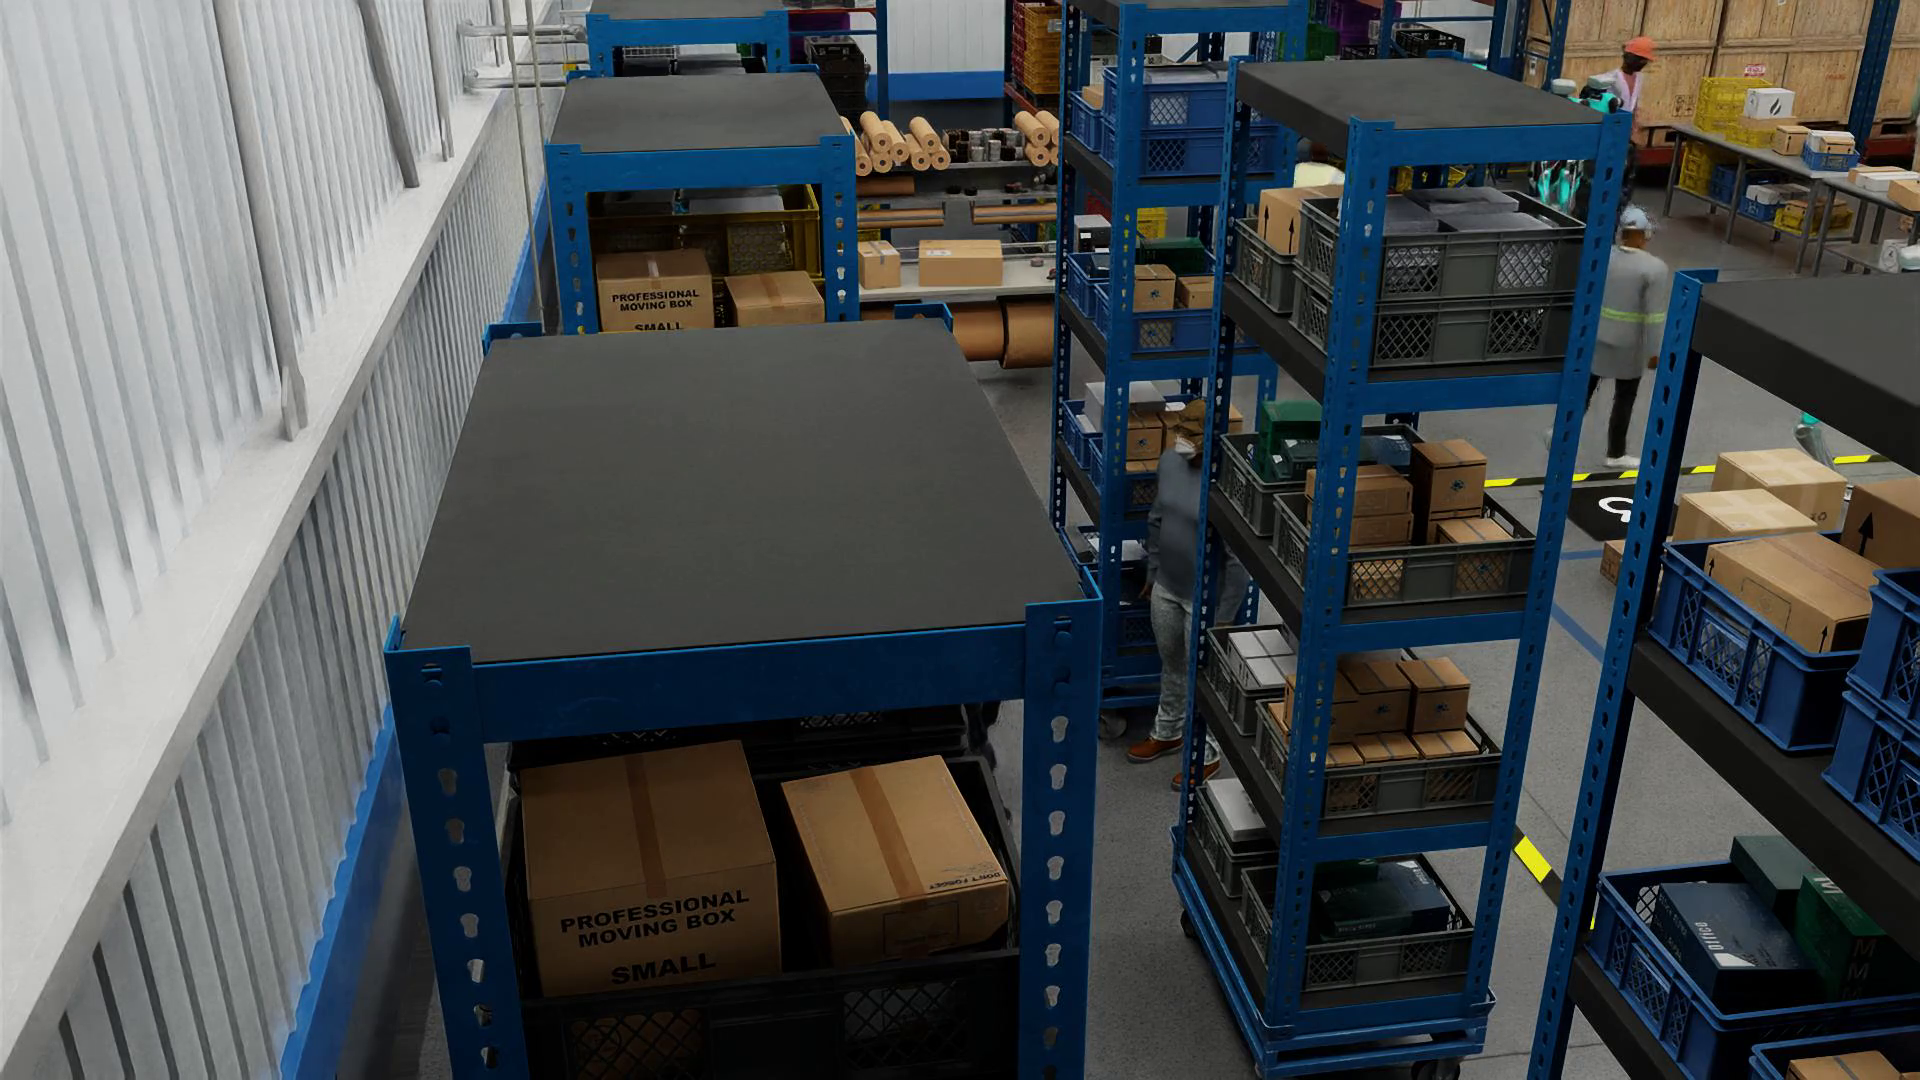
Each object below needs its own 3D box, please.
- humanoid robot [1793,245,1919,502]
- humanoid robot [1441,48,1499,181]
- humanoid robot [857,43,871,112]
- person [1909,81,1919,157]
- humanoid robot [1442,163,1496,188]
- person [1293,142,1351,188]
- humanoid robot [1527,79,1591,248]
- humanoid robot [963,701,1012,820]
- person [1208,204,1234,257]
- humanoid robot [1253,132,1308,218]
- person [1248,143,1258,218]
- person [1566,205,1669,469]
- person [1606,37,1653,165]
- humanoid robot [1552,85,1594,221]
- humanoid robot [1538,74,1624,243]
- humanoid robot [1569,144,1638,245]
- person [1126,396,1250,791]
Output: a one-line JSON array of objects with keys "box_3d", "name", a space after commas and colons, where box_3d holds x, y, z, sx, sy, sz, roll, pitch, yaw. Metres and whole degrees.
[{"box_3d": [5.770, -1.104, 10.780, 0.735, 1.677, 0.533, 15, 28, 29], "name": "humanoid robot"}, {"box_3d": [5.446, -4.664, 18.695, 0.556, 1.753, 0.989, -22, 33, -39], "name": "humanoid robot"}, {"box_3d": [-1.332, -4.574, 18.565, 0.669, 1.857, 0.553, -14, 28, -28], "name": "humanoid robot"}, {"box_3d": [10.834, -4.621, 18.413, 0.605, 1.881, 1.045, 12, 27, 25], "name": "person"}, {"box_3d": [5.124, -3.774, 16.799, 0.599, 1.657, 0.315, 3, 25, 6], "name": "humanoid robot"}, {"box_3d": [2.906, -2.427, 13.711, 0.645, 1.823, 0.462, 15, 29, 29], "name": "person"}, {"box_3d": [5.840, -3.524, 16.244, 0.531, 1.819, 0.812, 4, 25, 8], "name": "humanoid robot"}, {"box_3d": [0.086, 0.445, 7.706, 0.607, 1.626, 0.777, -11, 27, -22], "name": "humanoid robot"}, {"box_3d": [2.623, -3.741, 16.498, 0.574, 1.884, 0.356, -2, 25, -4], "name": "person"}, {"box_3d": [2.867, -2.822, 14.741, 0.593, 1.654, 0.339, 19, 31, 35], "name": "humanoid robot"}, {"box_3d": [2.837, -3.283, 15.563, 0.404, 1.831, 0.598, 4, 25, 9], "name": "person"}, {"box_3d": [4.478, -1.358, 11.393, 0.504, 1.832, 0.635, -19, 31, -36], "name": "person"}, {"box_3d": [6.859, -4.233, 17.415, 0.687, 2.019, 0.454, -17, 30, -32], "name": "person"}, {"box_3d": [6.371, -3.835, 16.960, 0.484, 1.644, 0.610, -21, 32, -38], "name": "humanoid robot"}, {"box_3d": [6.100, -3.757, 16.592, 0.746, 1.697, 0.531, -9, 26, -19], "name": "humanoid robot"}, {"box_3d": [5.959, -3.077, 15.329, 0.608, 1.638, 0.671, -5, 25, -11], "name": "humanoid robot"}, {"box_3d": [1.082, 0.248, 7.763, 0.373, 1.940, 0.628, -17, 29, -32], "name": "person"}]
